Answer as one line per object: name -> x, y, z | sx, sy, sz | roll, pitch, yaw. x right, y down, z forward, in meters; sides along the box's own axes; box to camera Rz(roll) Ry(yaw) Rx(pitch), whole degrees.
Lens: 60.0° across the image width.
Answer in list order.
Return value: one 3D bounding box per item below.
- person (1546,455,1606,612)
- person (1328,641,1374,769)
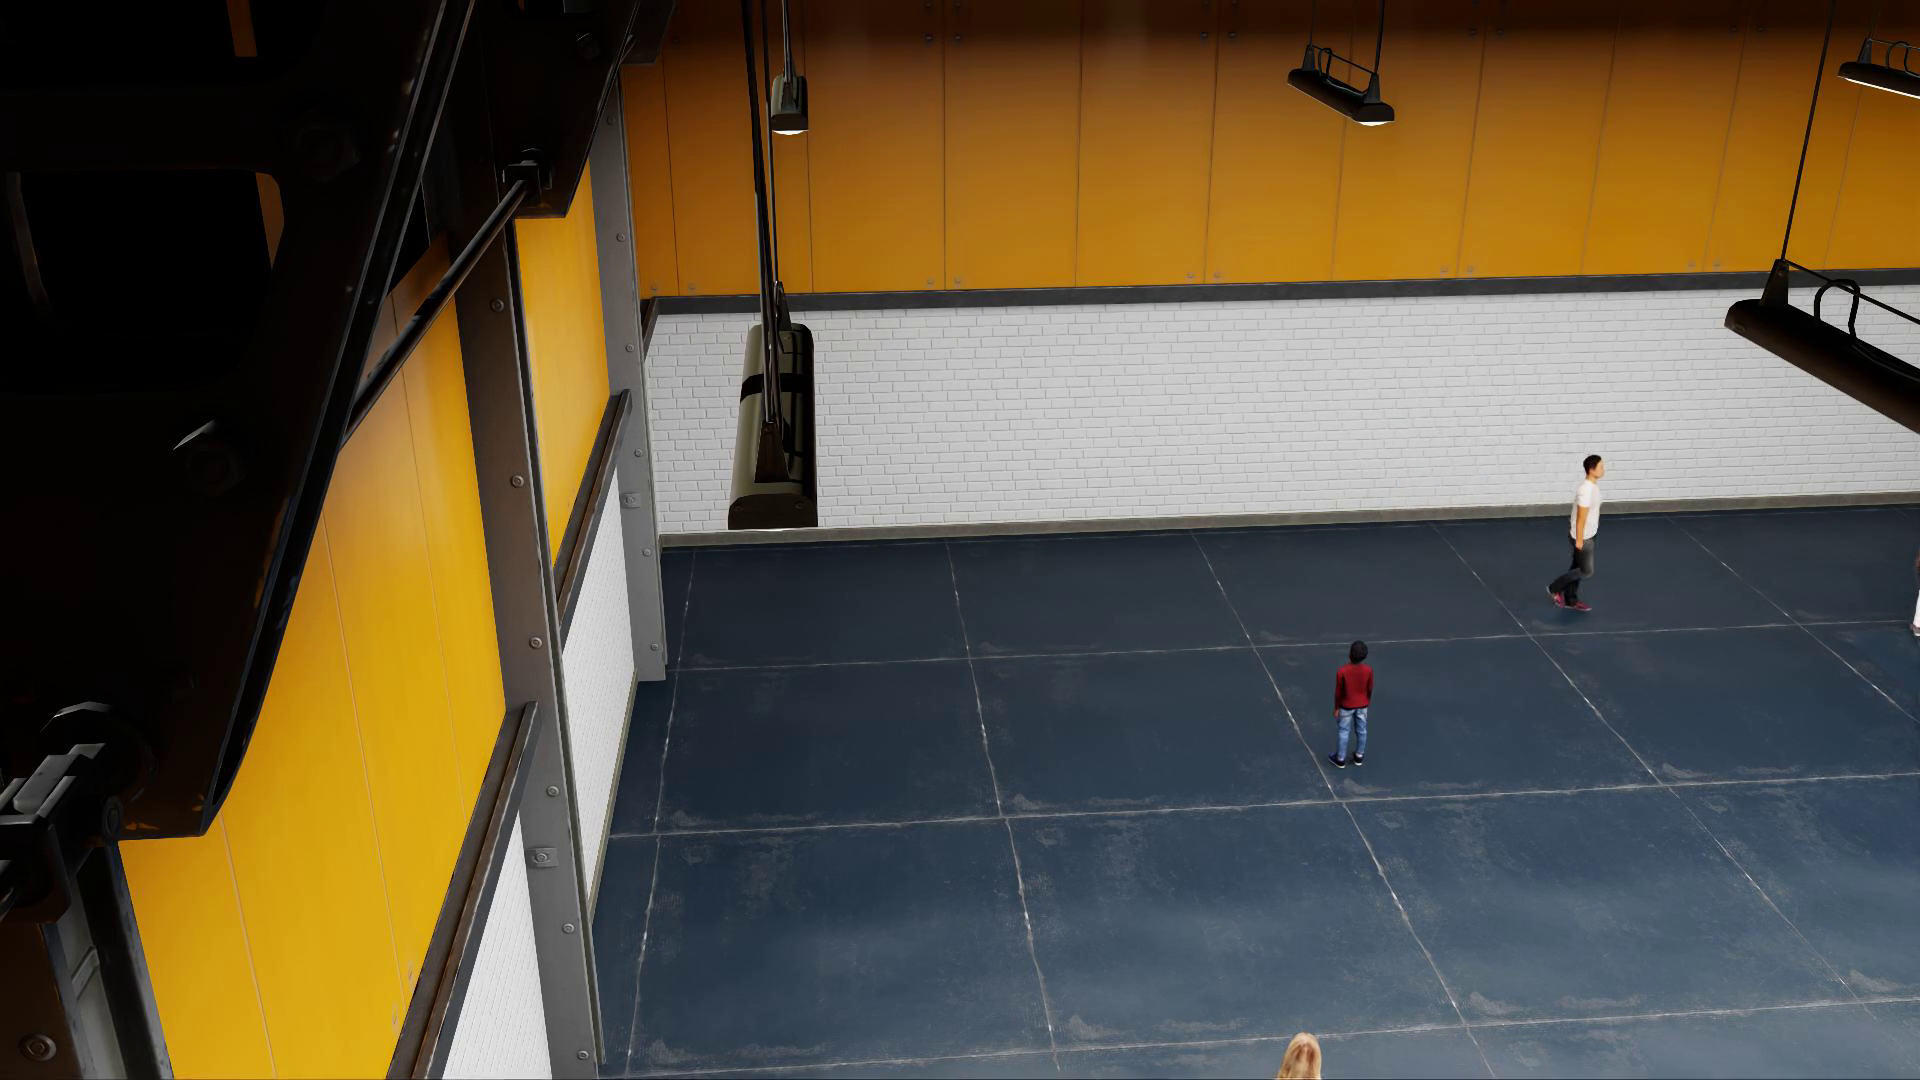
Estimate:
person -> 6.651, -0.078, 17.980 | 0.884, 1.801, 0.821 | 12, 26, 25
person -> 3.569, 1.483, 15.092 | 0.512, 1.256, 0.490 | -3, 24, -7
